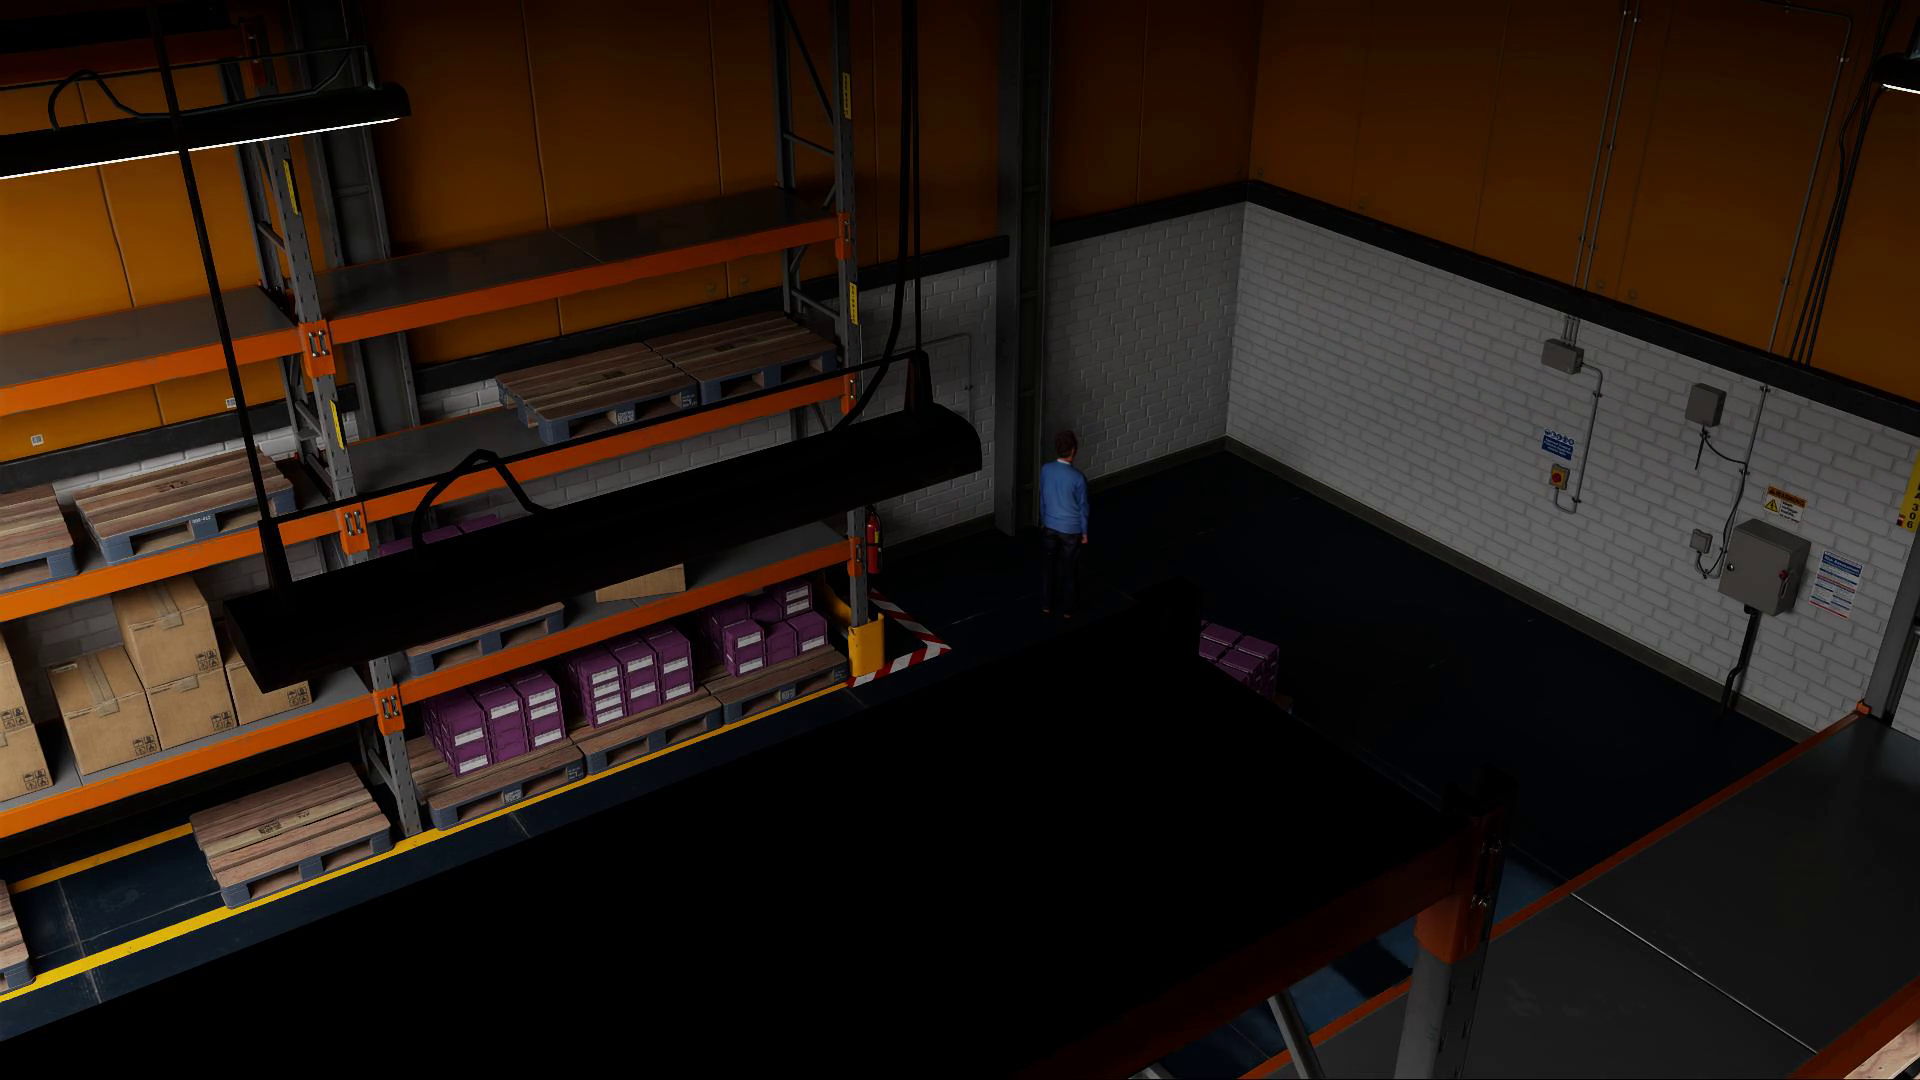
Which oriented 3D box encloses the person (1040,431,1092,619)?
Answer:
[{"bbox_3d":[0.934,-0.150,15.008,0.726,1.820,0.699,18,34,30],"label":"person"}]
